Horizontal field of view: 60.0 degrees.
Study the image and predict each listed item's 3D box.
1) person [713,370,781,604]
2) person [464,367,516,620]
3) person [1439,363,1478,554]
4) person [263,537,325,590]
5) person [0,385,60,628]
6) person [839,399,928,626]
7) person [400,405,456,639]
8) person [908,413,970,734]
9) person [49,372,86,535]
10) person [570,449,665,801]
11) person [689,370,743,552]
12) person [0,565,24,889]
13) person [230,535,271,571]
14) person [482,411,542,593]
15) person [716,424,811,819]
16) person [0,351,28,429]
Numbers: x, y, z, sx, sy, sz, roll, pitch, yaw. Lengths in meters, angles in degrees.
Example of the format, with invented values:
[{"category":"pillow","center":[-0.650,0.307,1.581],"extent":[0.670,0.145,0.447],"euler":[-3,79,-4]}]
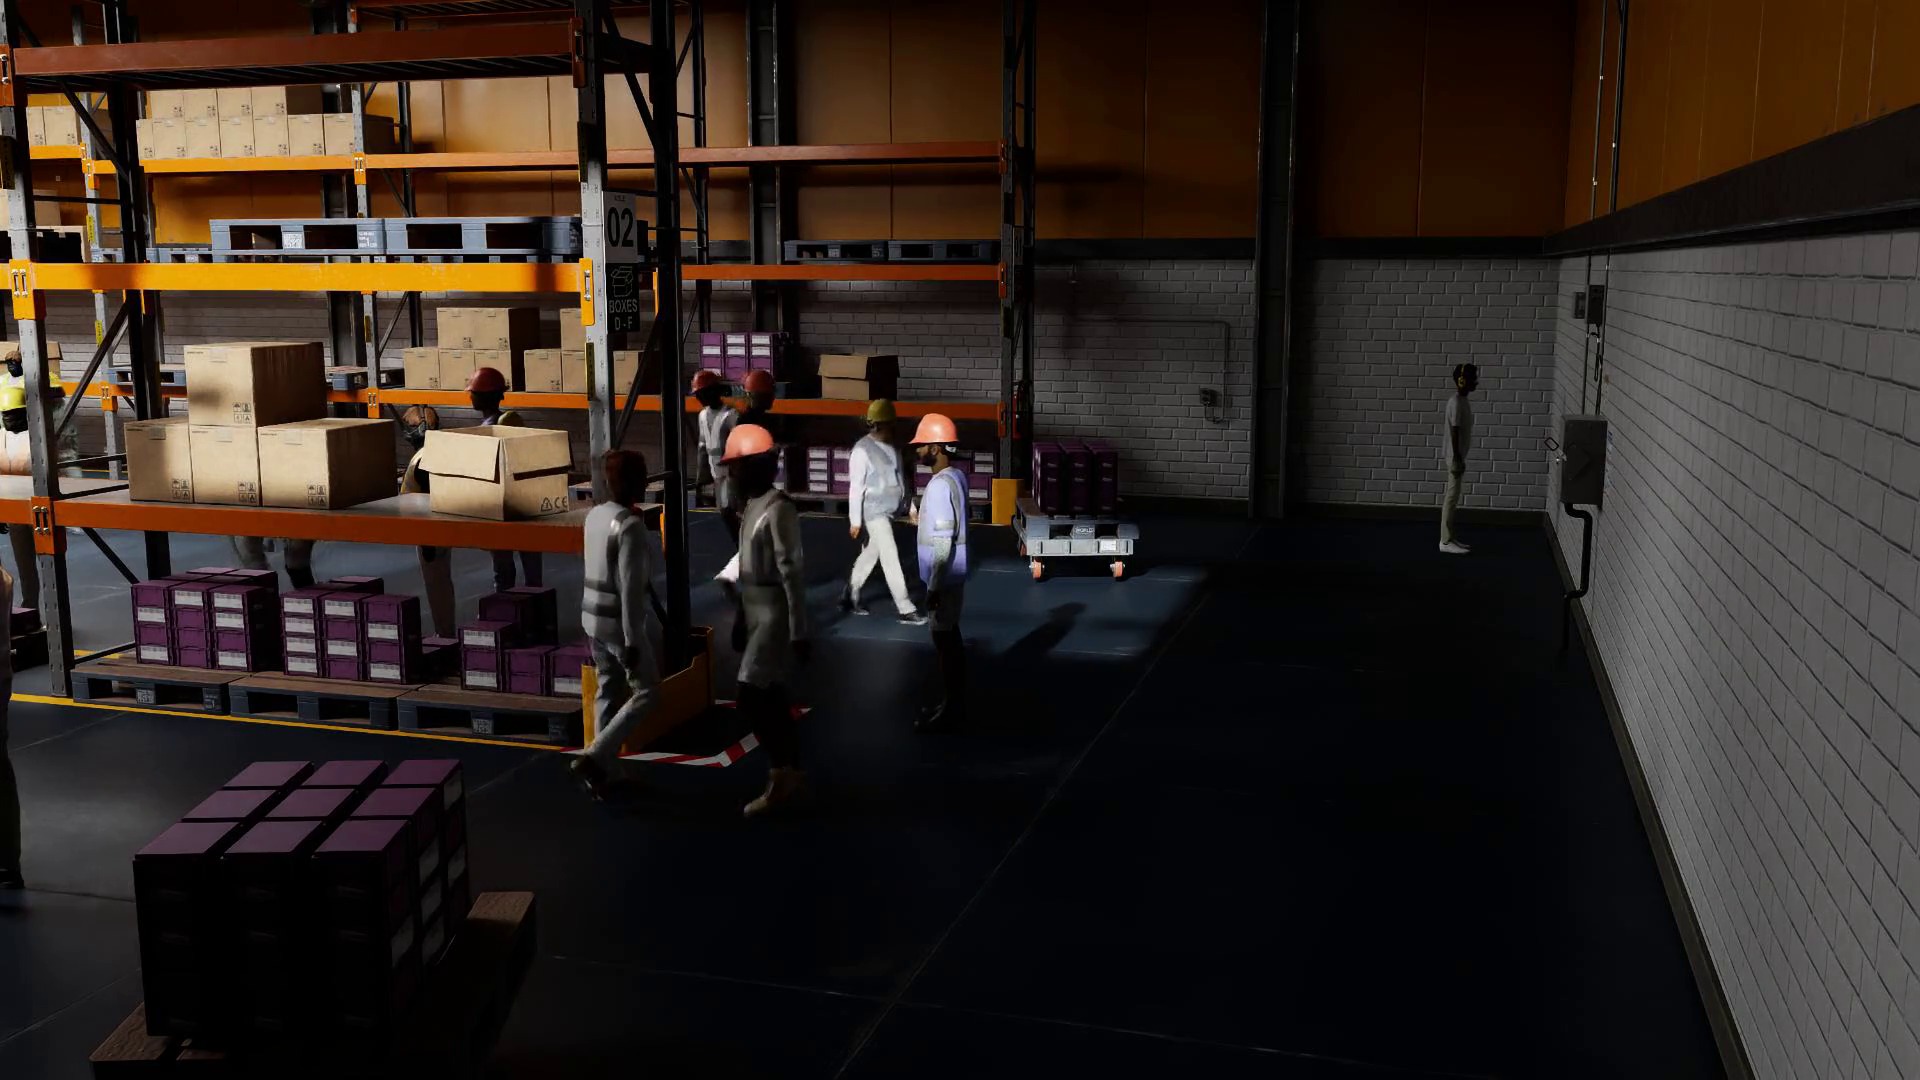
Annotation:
[{"category":"person","center":[-1.694,-0.409,13.670],"extent":[0.499,1.980,0.615],"euler":[1,9,6]},{"category":"person","center":[-3.611,-0.312,12.858],"extent":[0.365,2.048,0.608],"euler":[-2,9,-11]},{"category":"person","center":[4.929,-0.809,16.427],"extent":[0.331,1.872,0.513],"euler":[3,10,19]},{"category":"person","center":[-5.005,-0.077,12.505],"extent":[0.553,1.673,0.558],"euler":[2,9,10]},{"category":"person","center":[-7.180,-0.236,12.792],"extent":[0.588,1.919,0.395],"euler":[3,10,16]},{"category":"person","center":[-0.626,-0.236,13.212],"extent":[0.915,1.788,0.590],"euler":[4,10,24]},{"category":"person","center":[-3.796,-0.047,11.915],"extent":[0.430,1.836,0.618],"euler":[-2,10,-12]},{"category":"person","center":[-0.130,0.202,10.058],"extent":[0.370,1.935,0.552],"euler":[2,9,10]},{"category":"person","center":[-9.383,-0.881,17.305],"extent":[0.534,1.724,0.503],"euler":[7,11,35]},{"category":"person","center":[-1.807,0.463,8.654],"extent":[0.480,1.869,0.591],"euler":[-8,12,-41]},{"category":"person","center":[-2.135,-0.590,15.038],"extent":[0.551,1.887,0.590],"euler":[-9,13,-43]},{"category":"person","center":[-4.382,0.707,7.287],"extent":[0.404,1.837,0.593],"euler":[0,9,0]},{"category":"person","center":[-5.648,-0.279,13.121],"extent":[0.668,1.927,0.438],"euler":[9,13,43]},{"category":"person","center":[-3.262,-0.059,12.171],"extent":[0.526,1.769,0.329],"euler":[-2,9,-10]},{"category":"person","center":[-1.025,0.419,8.515],"extent":[0.547,2.010,0.650],"euler":[-3,10,-19]},{"category":"person","center":[-11.080,-1.318,19.657],"extent":[0.625,1.837,0.428],"euler":[2,10,14]}]
